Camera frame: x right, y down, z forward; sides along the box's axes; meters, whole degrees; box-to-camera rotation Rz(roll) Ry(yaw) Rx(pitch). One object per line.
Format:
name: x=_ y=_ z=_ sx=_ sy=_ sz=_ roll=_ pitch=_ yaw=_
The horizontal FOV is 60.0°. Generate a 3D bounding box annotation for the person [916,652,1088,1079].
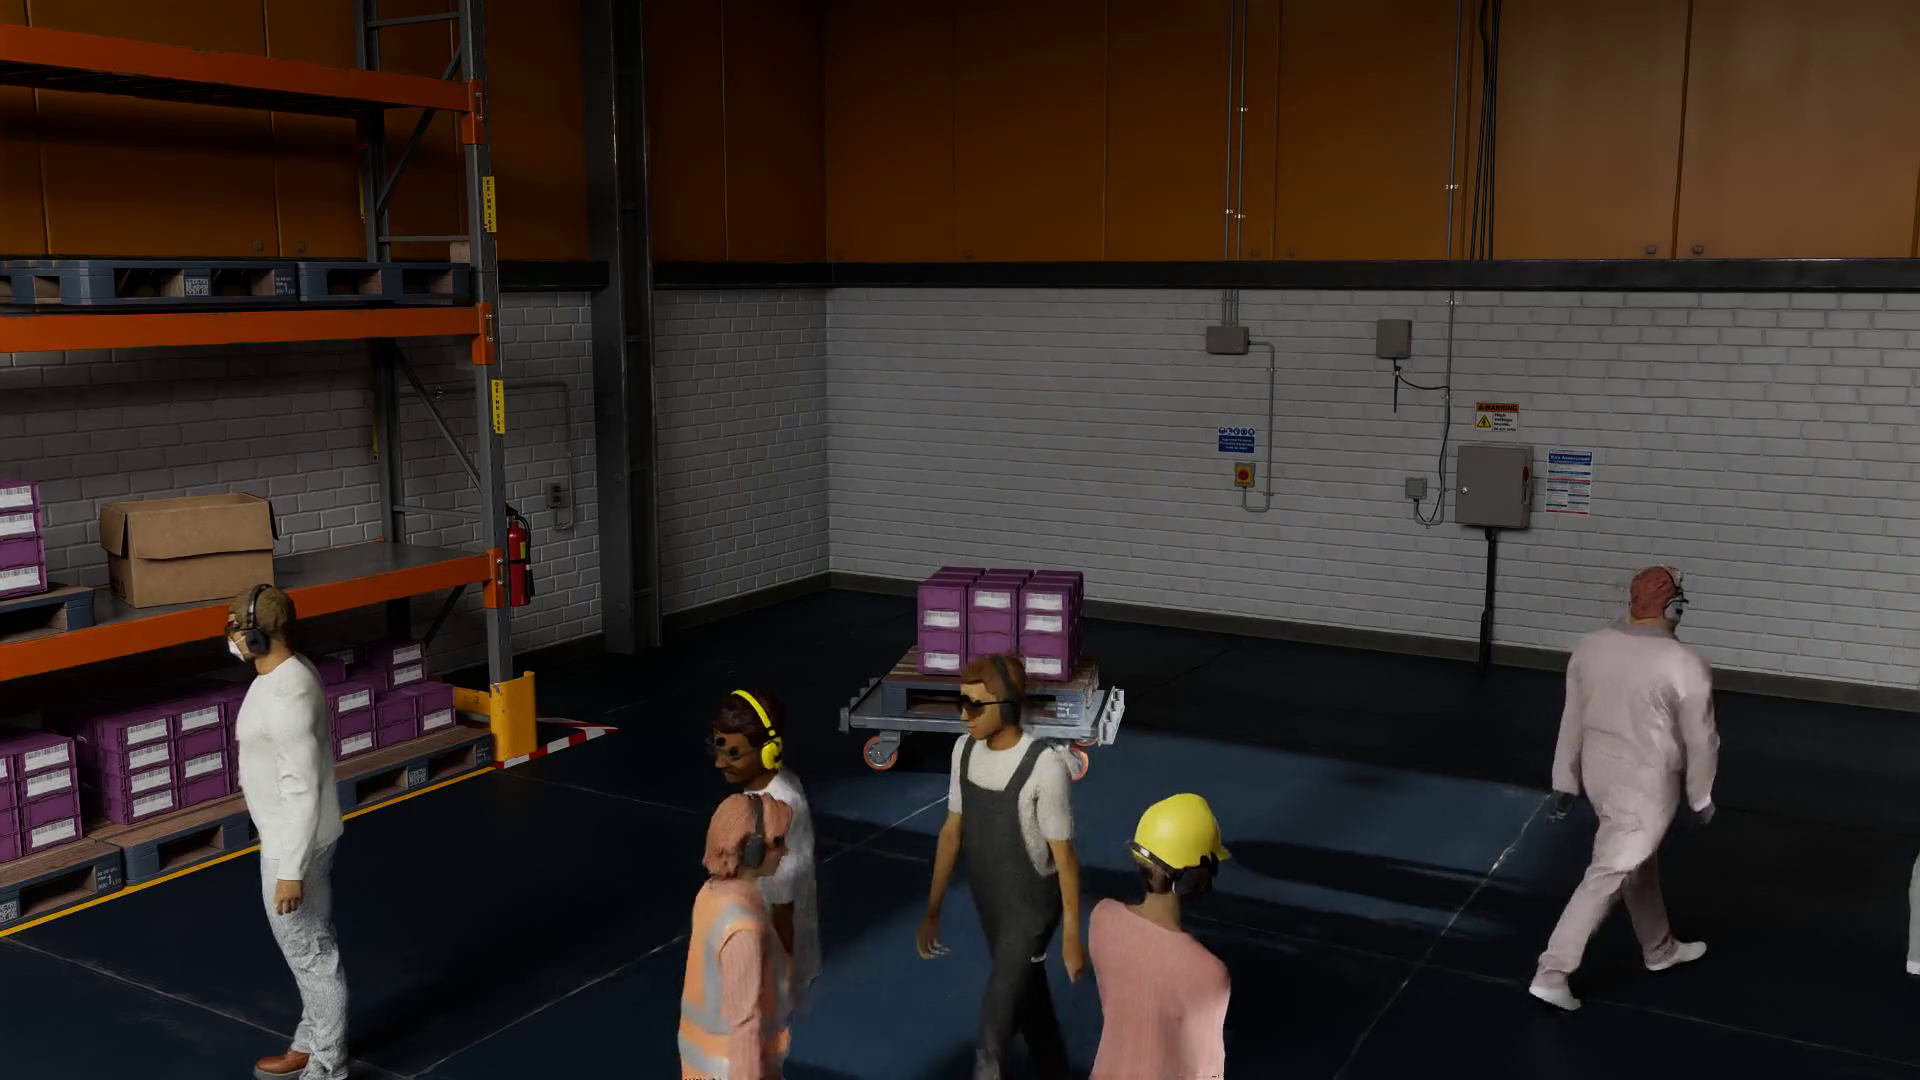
person: x=0.081 y=1.265 z=5.446 sx=0.930 sy=1.800 sz=0.516 roll=-6 pitch=11 yaw=-35

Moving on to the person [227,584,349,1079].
person: x=-2.424 y=1.110 z=6.022 sx=0.371 sy=1.936 sz=0.629 roll=-4 pitch=10 yaw=-23

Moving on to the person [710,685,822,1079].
person: x=-0.555 y=1.318 z=5.054 sx=0.465 sy=1.828 sz=0.566 roll=-1 pitch=9 yaw=-9

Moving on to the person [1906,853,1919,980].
person: x=4.278 y=0.970 z=6.992 sx=0.456 sy=1.899 sz=0.617 roll=0 pitch=9 yaw=1

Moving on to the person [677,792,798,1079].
person: x=-0.592 y=1.492 z=4.581 sx=0.359 sy=1.619 sz=0.535 roll=-3 pitch=10 yaw=-17

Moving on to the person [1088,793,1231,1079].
person: x=0.534 y=1.489 z=4.335 sx=0.912 sy=1.719 sz=0.526 roll=-7 pitch=12 yaw=-38

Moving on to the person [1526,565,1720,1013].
person: x=2.775 y=1.028 z=6.876 sx=1.079 sy=1.848 sz=0.615 roll=-3 pitch=10 yaw=-20
